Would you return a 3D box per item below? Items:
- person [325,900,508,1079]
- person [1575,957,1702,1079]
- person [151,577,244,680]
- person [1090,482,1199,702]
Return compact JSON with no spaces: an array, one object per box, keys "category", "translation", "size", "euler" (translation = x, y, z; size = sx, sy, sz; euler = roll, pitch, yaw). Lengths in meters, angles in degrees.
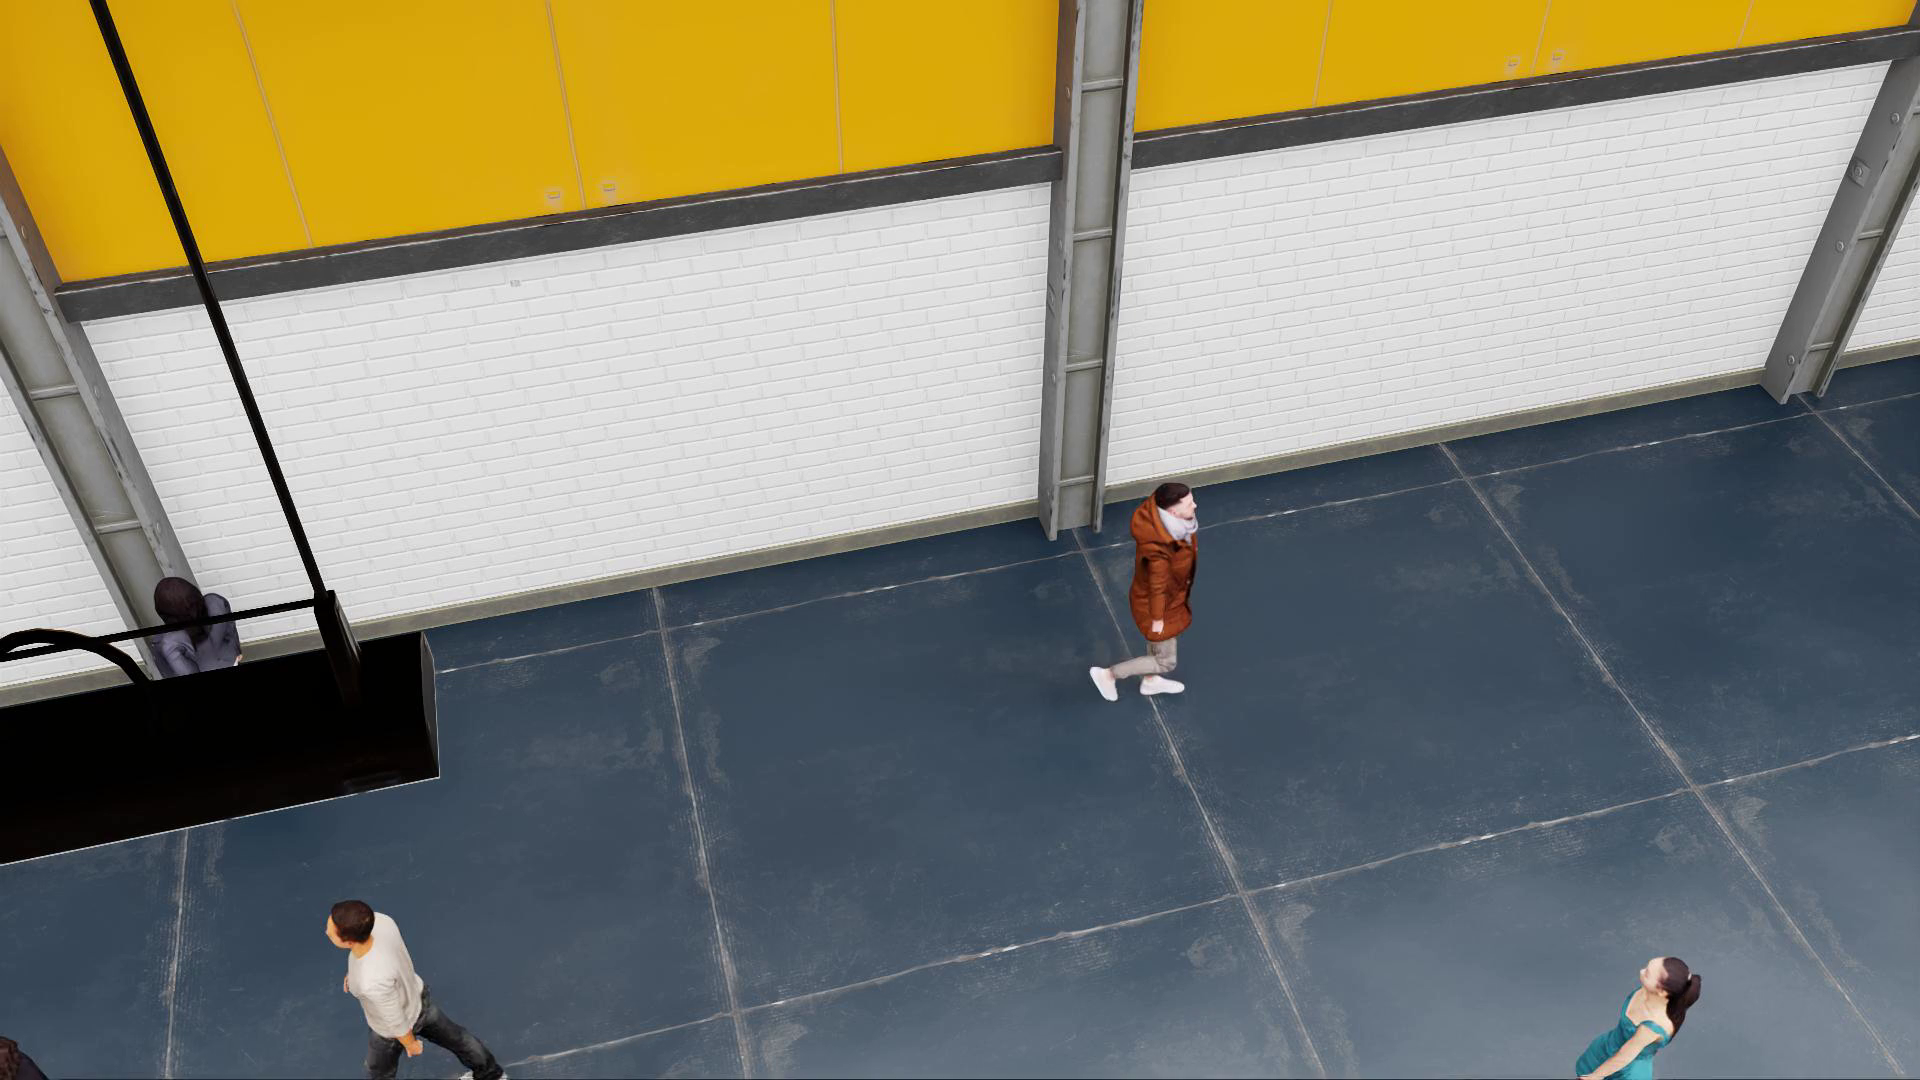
[{"category":"person","translation":[-2.683,2.298,8.231],"size":[1.147,1.759,0.702],"euler":[-7,44,-8]},{"category":"person","translation":[3.258,2.545,8.028],"size":[0.729,1.682,0.686],"euler":[15,46,15]},{"category":"person","translation":[-4.485,0.799,9.922],"size":[0.829,1.597,0.796],"euler":[11,45,12]},{"category":"person","translation":[1.143,0.367,10.212],"size":[0.978,1.822,0.878],"euler":[5,44,5]}]
